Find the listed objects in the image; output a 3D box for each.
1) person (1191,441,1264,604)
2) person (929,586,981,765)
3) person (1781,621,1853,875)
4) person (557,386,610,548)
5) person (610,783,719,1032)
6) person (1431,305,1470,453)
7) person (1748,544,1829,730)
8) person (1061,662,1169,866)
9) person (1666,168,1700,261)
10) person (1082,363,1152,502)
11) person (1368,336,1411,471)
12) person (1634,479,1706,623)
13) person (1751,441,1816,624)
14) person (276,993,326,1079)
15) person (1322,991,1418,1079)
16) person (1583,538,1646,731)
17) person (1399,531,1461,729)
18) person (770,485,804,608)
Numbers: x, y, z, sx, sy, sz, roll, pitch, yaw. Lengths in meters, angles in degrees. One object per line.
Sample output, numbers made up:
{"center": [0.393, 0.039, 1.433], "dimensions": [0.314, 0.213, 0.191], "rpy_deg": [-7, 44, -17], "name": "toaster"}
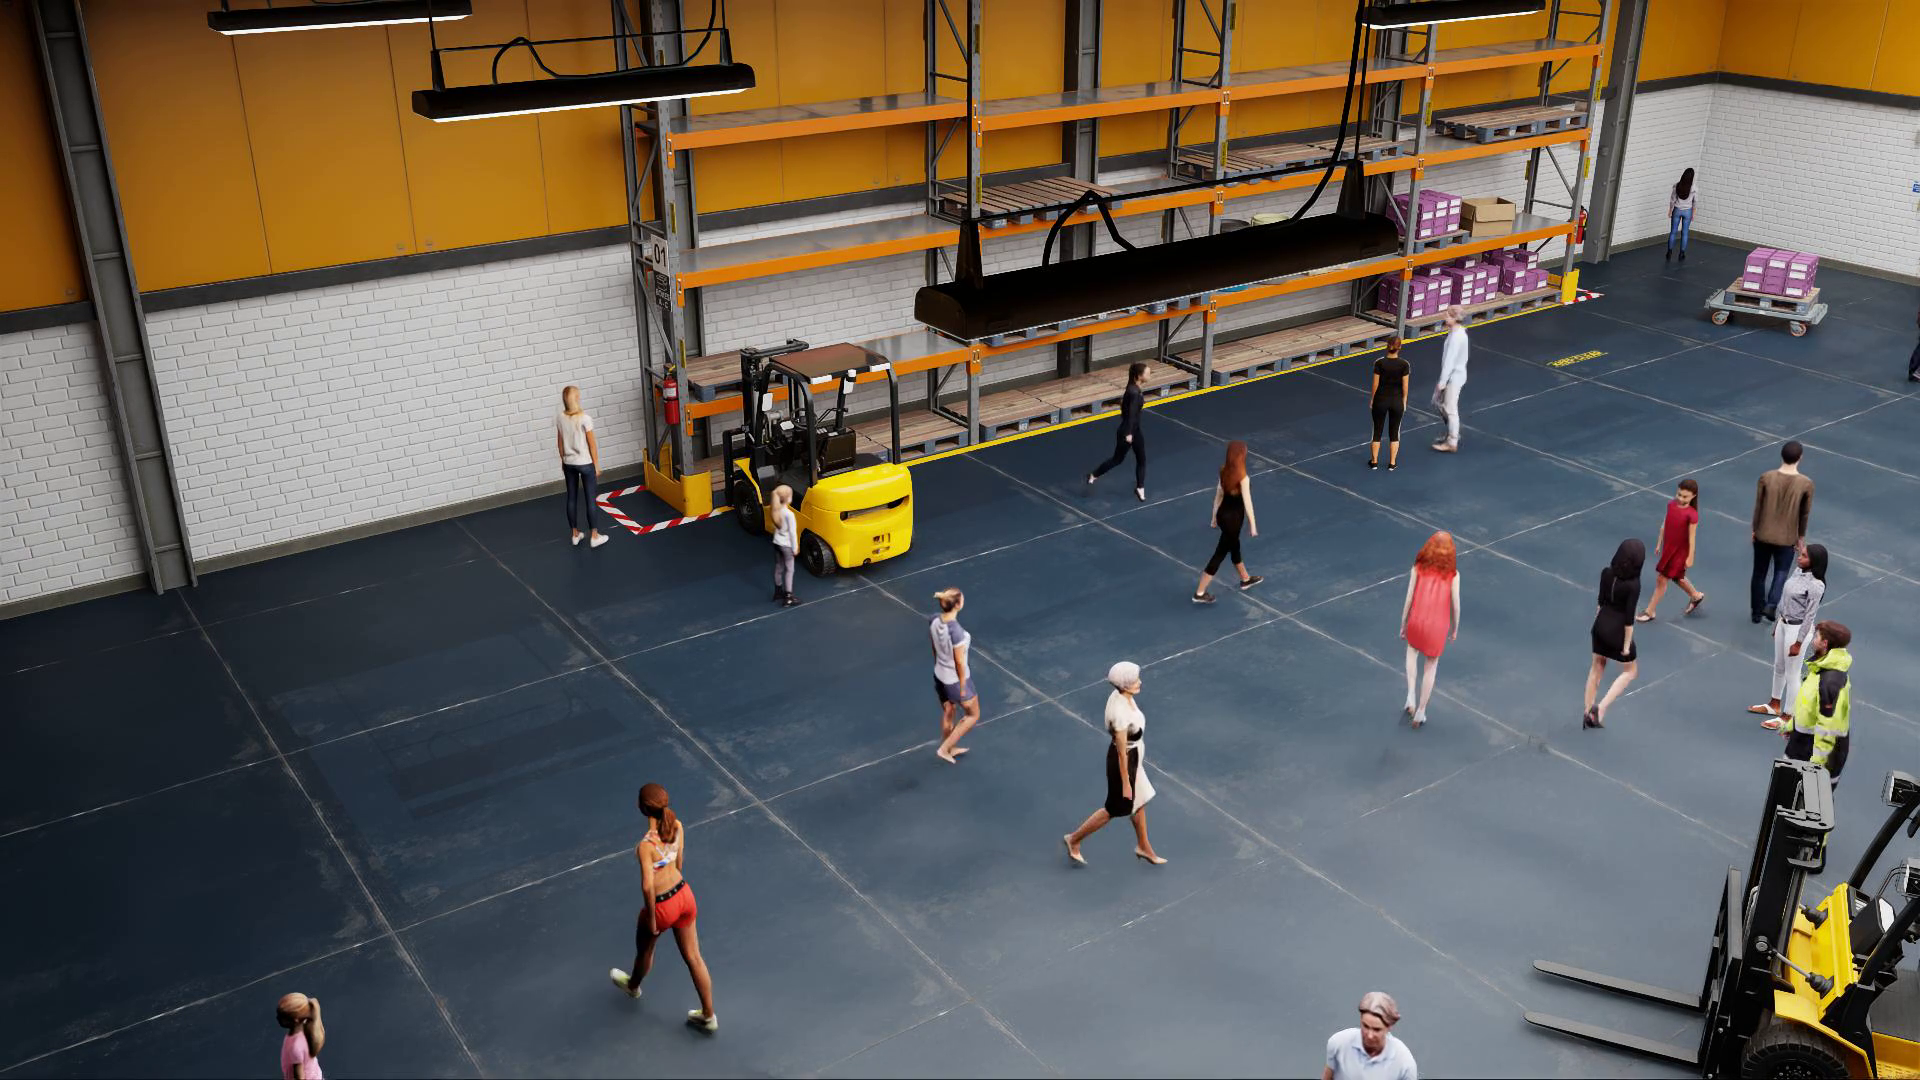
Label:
{"center": [2.630, -0.141, 16.680], "dimensions": [1.181, 1.679, 0.711], "rpy_deg": [-11, 26, -23], "name": "person"}
{"center": [-0.117, 1.156, 13.789], "dimensions": [0.623, 1.617, 0.572], "rpy_deg": [-16, 28, -33], "name": "person"}
{"center": [6.456, 1.549, 12.474], "dimensions": [0.984, 1.950, 0.854], "rpy_deg": [3, 24, 7], "name": "person"}
{"center": [-4.133, -0.803, 18.031], "dimensions": [0.668, 1.808, 0.695], "rpy_deg": [7, 25, 16], "name": "person"}
{"center": [-1.823, 2.413, 10.753], "dimensions": [0.928, 1.746, 1.138], "rpy_deg": [16, 28, 32], "name": "person"}
{"center": [6.219, -1.996, 20.676], "dimensions": [0.877, 1.876, 0.818], "rpy_deg": [3, 24, 7], "name": "person"}
{"center": [7.241, 0.813, 14.440], "dimensions": [0.706, 1.725, 0.673], "rpy_deg": [1, 24, 2], "name": "person"}
{"center": [1.123, 1.710, 12.390], "dimensions": [1.118, 1.723, 1.058], "rpy_deg": [5, 24, 11], "name": "person"}
{"center": [12.945, -5.856, 29.813], "dimensions": [0.680, 1.631, 0.671], "rpy_deg": [12, 26, 25], "name": "person"}
{"center": [1.868, -1.224, 19.170], "dimensions": [1.028, 1.668, 1.067], "rpy_deg": [8, 25, 17], "name": "person"}
{"center": [5.199, -1.673, 20.196], "dimensions": [0.645, 1.668, 0.697], "rpy_deg": [5, 24, 11], "name": "person"}
{"center": [7.105, 0.094, 16.346], "dimensions": [1.067, 1.515, 0.724], "rpy_deg": [-7, 25, -16], "name": "person"}
{"center": [7.919, -0.026, 16.174], "dimensions": [0.814, 1.872, 0.875], "rpy_deg": [13, 27, 27], "name": "person"}
{"center": [-3.757, 3.157, 9.656], "dimensions": [0.842, 1.262, 0.661], "rpy_deg": [-6, 24, -13], "name": "person"}
{"center": [2.212, 3.151, 8.995], "dimensions": [1.010, 1.801, 1.176], "rpy_deg": [10, 26, 22], "name": "person"}
{"center": [5.519, 0.856, 14.255], "dimensions": [0.694, 1.793, 0.672], "rpy_deg": [-9, 25, -19], "name": "person"}
{"center": [4.019, 0.812, 14.334], "dimensions": [0.750, 1.811, 0.789], "rpy_deg": [9, 25, 20], "name": "person"}
{"center": [-1.780, 0.046, 16.753], "dimensions": [0.506, 1.277, 0.496], "rpy_deg": [-20, 30, -38], "name": "person"}
